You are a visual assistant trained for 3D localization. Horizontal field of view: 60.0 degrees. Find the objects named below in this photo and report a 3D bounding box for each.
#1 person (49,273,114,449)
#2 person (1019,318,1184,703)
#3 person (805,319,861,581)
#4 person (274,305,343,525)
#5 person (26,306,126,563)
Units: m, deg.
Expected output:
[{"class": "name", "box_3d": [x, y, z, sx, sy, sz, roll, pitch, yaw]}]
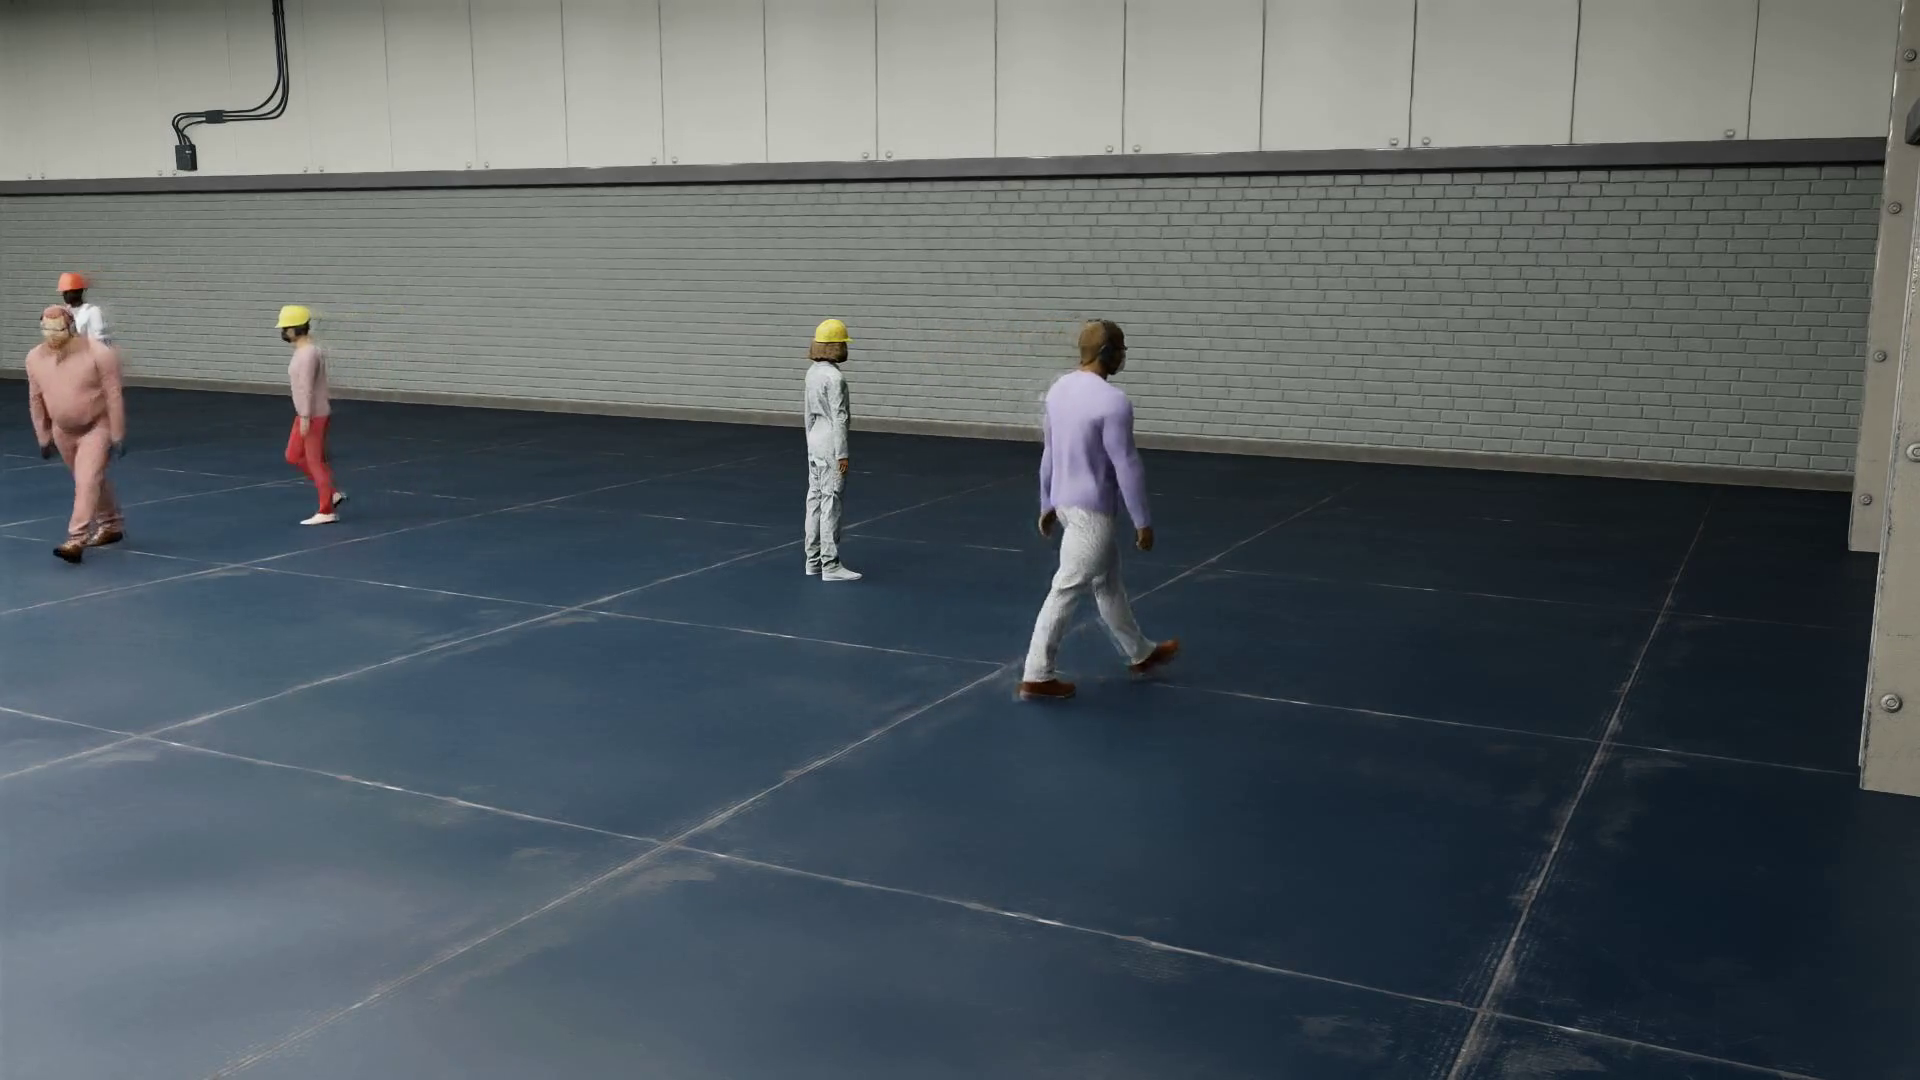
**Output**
[{"class": "person", "box_3d": [-9.375, -1.862, 17.593, 0.574, 1.888, 0.959, 4, 11, 23]}, {"class": "person", "box_3d": [0.728, -0.148, 8.264, 1.025, 1.881, 0.658, -5, 11, -24]}, {"class": "person", "box_3d": [-0.861, -0.604, 11.148, 0.317, 1.742, 0.492, -6, 12, -29]}, {"class": "person", "box_3d": [-5.184, -0.978, 13.187, 0.381, 1.752, 0.521, -6, 12, -29]}, {"class": "person", "box_3d": [-6.314, -0.765, 11.887, 0.658, 1.796, 1.142, 1, 10, 4]}]
